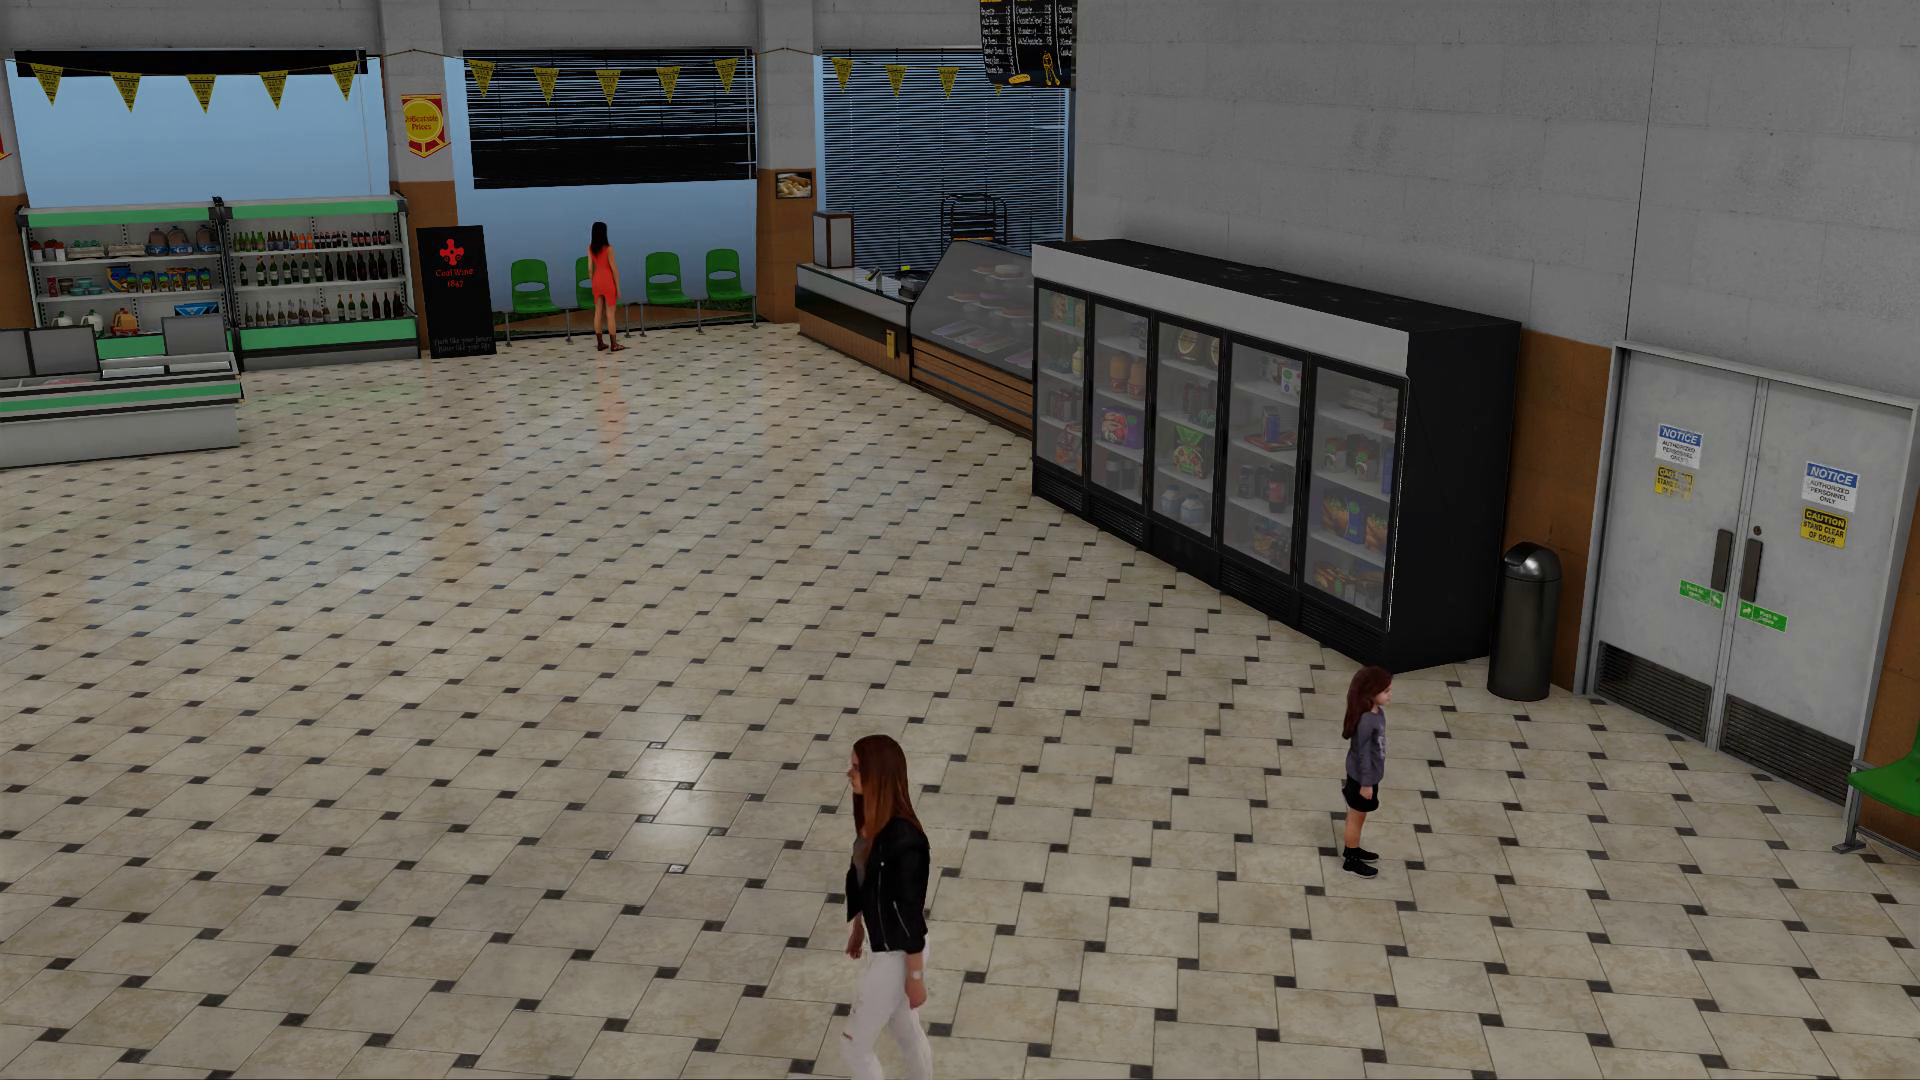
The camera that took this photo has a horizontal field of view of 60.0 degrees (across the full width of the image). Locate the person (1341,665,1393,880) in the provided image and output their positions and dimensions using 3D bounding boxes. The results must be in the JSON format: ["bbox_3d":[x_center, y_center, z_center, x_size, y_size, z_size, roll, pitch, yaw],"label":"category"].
[{"bbox_3d":[2.030,1.139,8.363,0.591,1.106,0.537,5,18,17],"label":"person"}]

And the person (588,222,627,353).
[{"bbox_3d":[-4.750,-3.382,22.197,0.663,1.719,0.720,6,18,20],"label":"person"}]

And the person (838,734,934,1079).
[{"bbox_3d":[-0.172,1.508,6.147,0.770,1.689,0.698,-4,17,-14],"label":"person"}]
